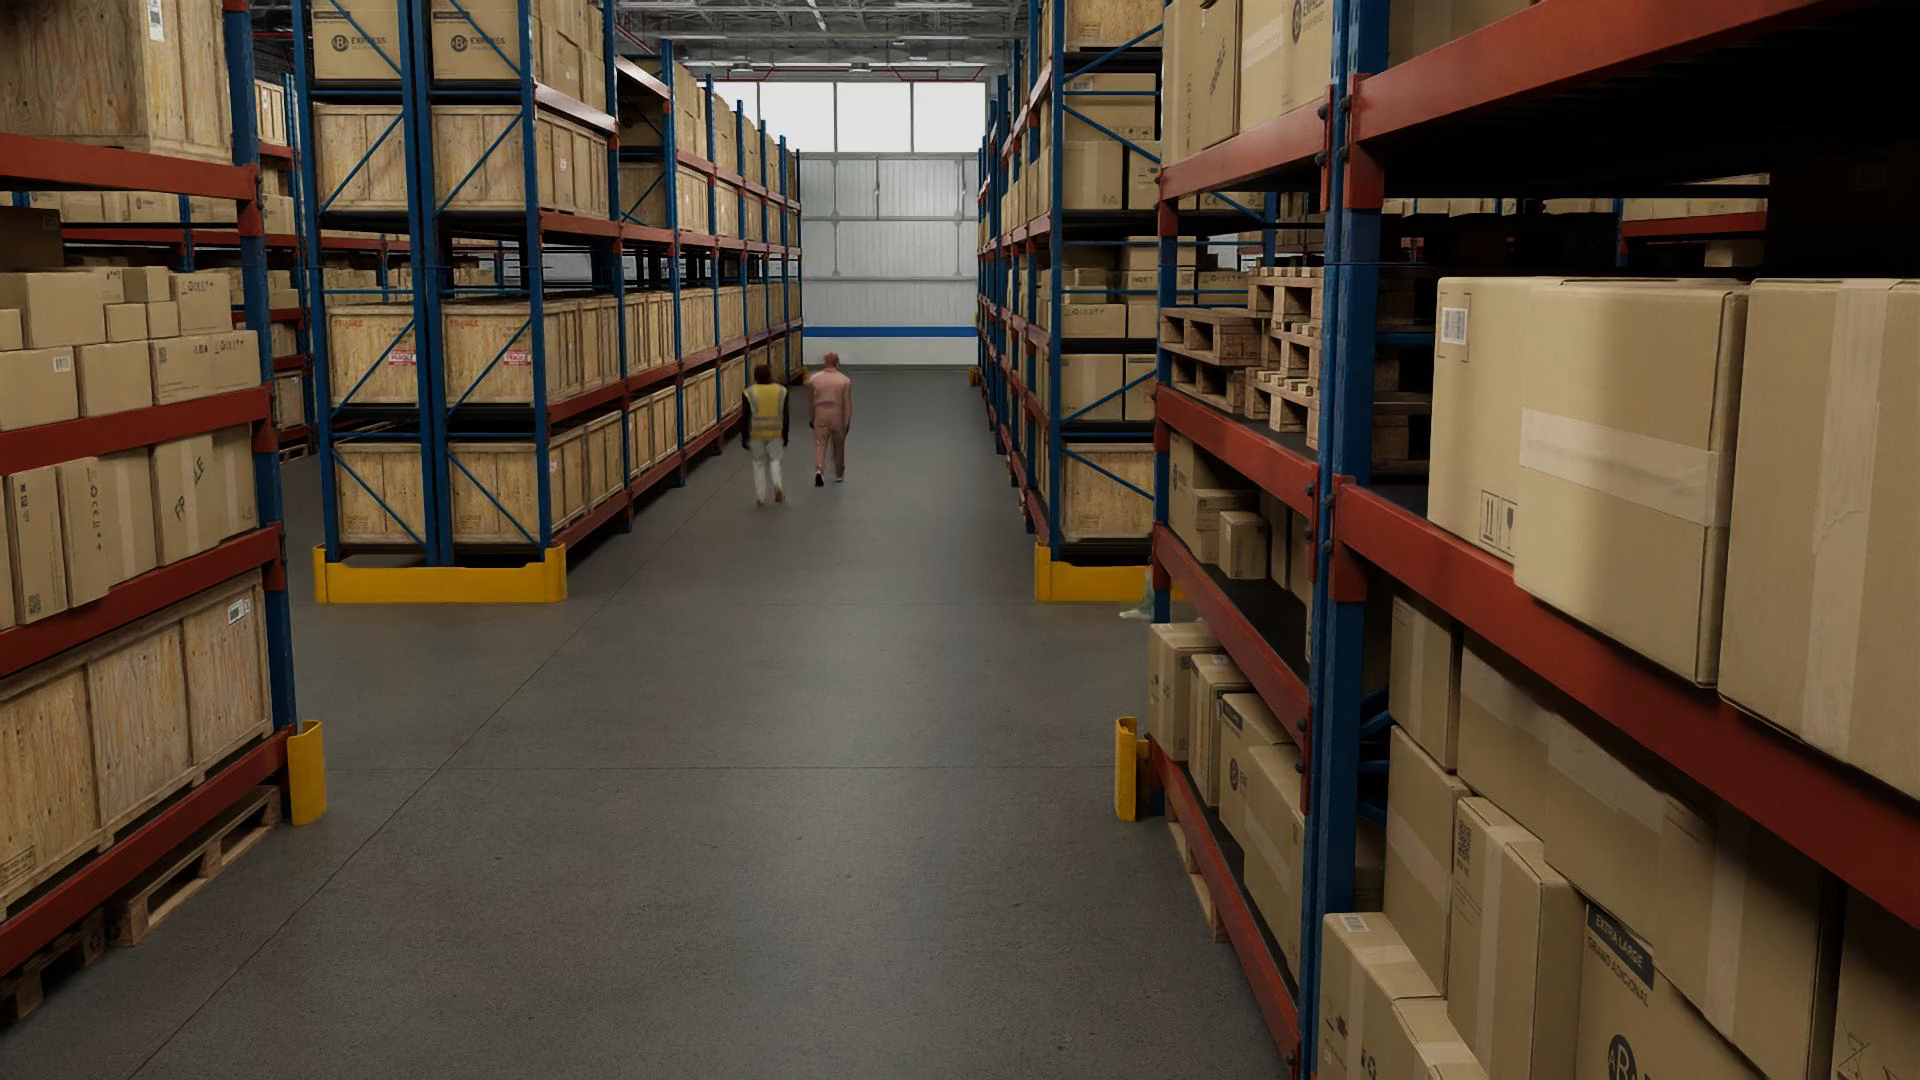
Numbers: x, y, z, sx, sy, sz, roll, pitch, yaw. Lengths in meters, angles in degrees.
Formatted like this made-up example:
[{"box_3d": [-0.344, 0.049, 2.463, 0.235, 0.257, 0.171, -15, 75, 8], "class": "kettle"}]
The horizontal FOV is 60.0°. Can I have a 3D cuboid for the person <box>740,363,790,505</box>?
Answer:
[{"box_3d": [-2.506, -1.346, 21.306, 0.648, 1.832, 0.435, -4, 10, -21], "class": "person"}]

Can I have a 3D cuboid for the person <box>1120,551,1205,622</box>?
[{"box_3d": [1.877, -0.133, 14.277, 0.890, 1.701, 0.494, 0, 9, -3], "class": "person"}]

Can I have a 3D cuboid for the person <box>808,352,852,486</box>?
[{"box_3d": [-1.841, -1.705, 23.389, 0.638, 1.876, 0.907, 1, 9, 5], "class": "person"}]
